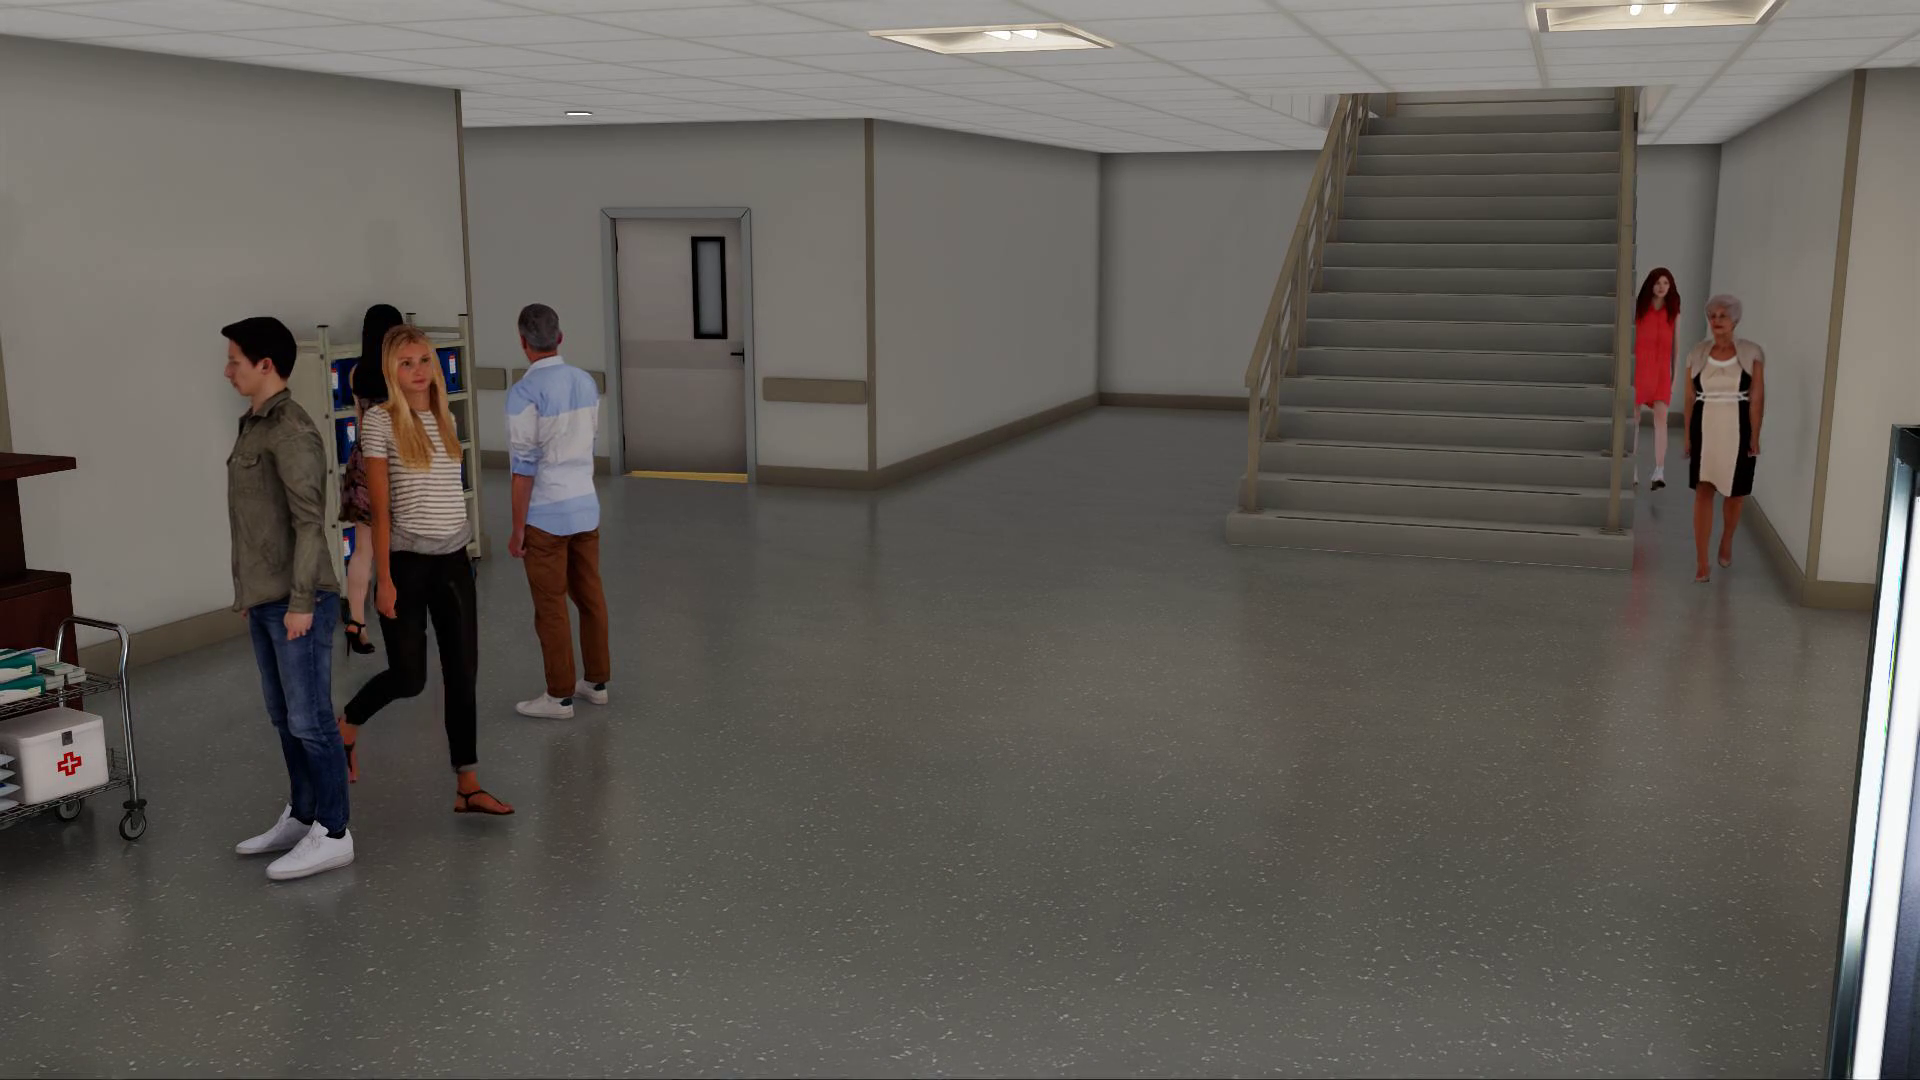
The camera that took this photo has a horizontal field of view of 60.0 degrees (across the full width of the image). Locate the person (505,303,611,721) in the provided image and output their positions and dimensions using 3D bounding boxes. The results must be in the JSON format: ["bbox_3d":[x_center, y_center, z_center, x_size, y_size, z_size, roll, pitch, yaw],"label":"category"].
[{"bbox_3d":[-1.780,-0.131,7.369,0.772,1.825,0.561,6,12,29],"label":"person"}]

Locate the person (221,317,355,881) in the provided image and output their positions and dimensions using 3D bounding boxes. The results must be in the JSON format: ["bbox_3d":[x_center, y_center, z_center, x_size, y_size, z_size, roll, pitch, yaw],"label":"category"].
[{"bbox_3d":[-2.242,0.186,5.581,0.771,1.868,0.789,-9,14,-39],"label":"person"}]

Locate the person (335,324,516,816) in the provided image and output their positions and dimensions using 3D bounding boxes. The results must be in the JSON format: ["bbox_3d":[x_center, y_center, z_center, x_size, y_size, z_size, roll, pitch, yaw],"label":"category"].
[{"bbox_3d":[-2.035,0.135,6.032,0.737,1.801,0.983,5,12,25],"label":"person"}]

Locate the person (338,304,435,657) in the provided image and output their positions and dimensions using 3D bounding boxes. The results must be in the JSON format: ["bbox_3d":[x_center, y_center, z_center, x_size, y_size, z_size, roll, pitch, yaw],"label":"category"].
[{"bbox_3d":[-2.906,-0.255,8.310,0.749,1.718,1.200,2,11,11],"label":"person"}]

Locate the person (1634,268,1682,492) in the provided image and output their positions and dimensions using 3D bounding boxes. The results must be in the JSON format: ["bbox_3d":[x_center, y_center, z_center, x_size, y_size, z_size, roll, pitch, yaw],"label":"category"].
[{"bbox_3d":[5.588,-1.287,13.581,0.663,1.780,1.129,3,11,15],"label":"person"}]

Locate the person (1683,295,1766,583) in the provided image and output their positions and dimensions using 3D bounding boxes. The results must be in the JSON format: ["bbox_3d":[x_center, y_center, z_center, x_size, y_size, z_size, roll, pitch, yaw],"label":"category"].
[{"bbox_3d":[4.674,-0.596,10.140,0.755,1.704,1.139,6,12,29],"label":"person"}]
